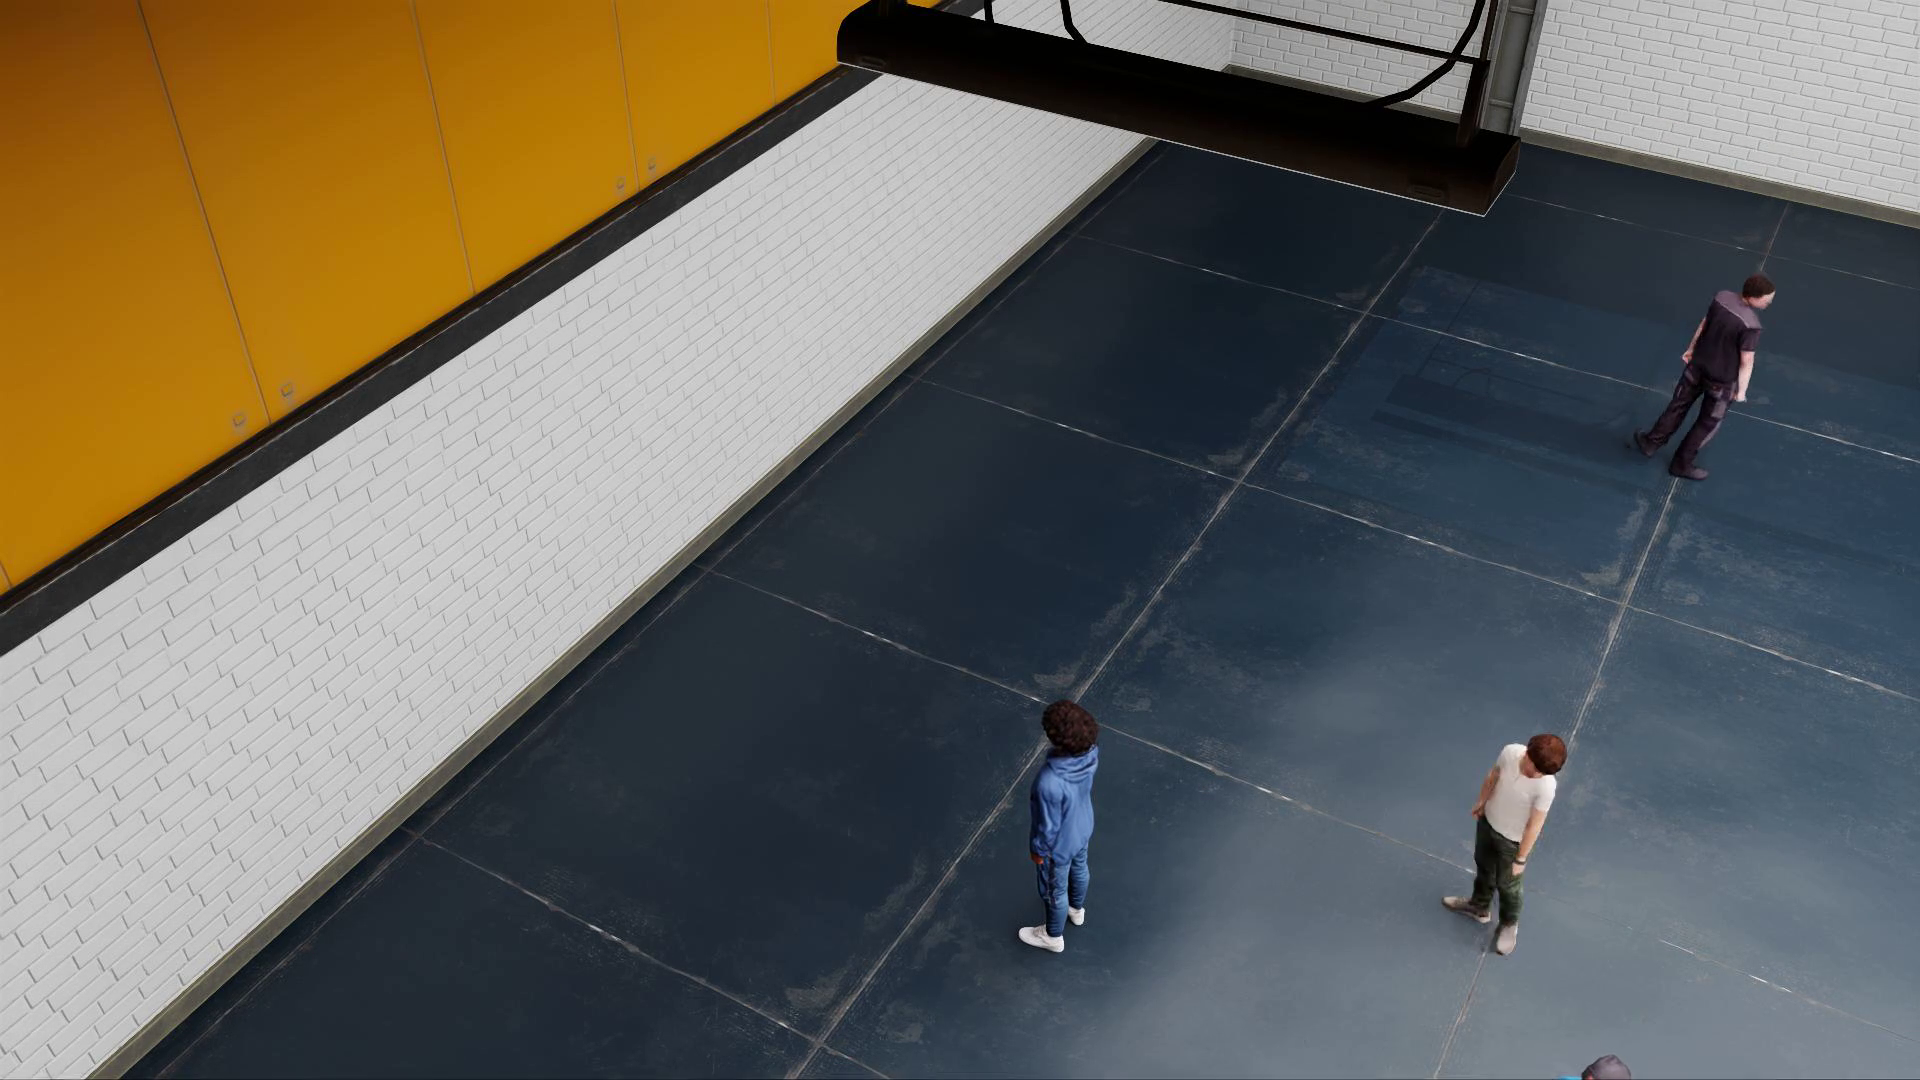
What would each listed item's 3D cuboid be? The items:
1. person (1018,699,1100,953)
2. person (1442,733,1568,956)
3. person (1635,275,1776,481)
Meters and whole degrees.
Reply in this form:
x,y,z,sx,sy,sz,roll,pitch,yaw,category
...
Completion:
x,y,z,sx,sy,sz,roll,pitch,yaw,category
0.572,1.584,9.213,0.583,1.811,0.686,23,44,26,person
3.053,1.601,9.334,0.799,1.633,0.711,-3,39,-4,person
5.755,-1.294,12.812,1.036,1.817,0.925,-20,43,-23,person
